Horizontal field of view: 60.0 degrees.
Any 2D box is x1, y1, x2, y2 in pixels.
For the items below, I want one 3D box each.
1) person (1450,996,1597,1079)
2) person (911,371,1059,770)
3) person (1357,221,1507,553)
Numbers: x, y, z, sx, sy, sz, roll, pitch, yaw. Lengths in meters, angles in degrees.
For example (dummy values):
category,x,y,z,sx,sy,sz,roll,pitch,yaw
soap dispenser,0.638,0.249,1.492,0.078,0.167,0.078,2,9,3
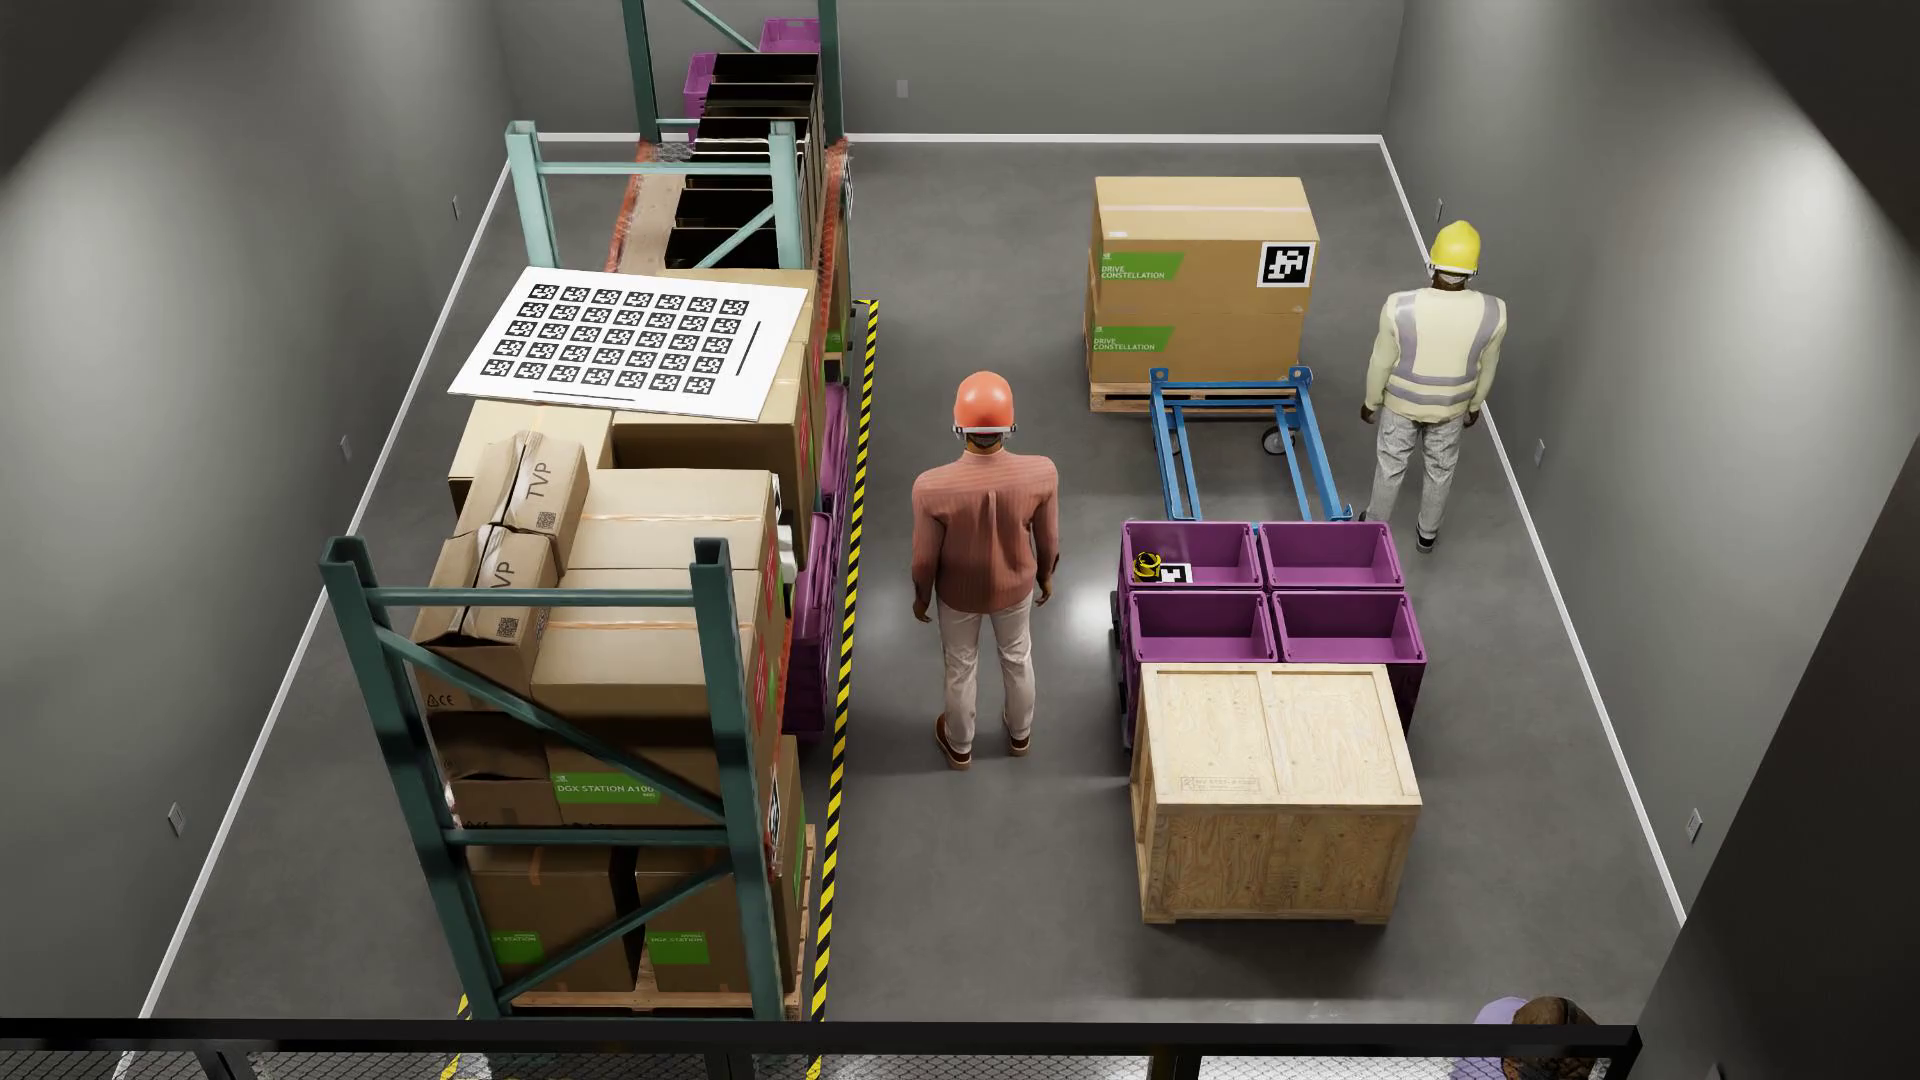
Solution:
category,x,y,z,sx,sy,sz,roll,pitch,yaw
person,1.527,1.941,4.905,0.372,1.935,0.632,11,42,12
person,0.096,0.155,6.894,0.623,1.992,0.396,-9,42,-11
person,2.232,-0.700,7.990,0.591,1.834,0.404,4,41,4
